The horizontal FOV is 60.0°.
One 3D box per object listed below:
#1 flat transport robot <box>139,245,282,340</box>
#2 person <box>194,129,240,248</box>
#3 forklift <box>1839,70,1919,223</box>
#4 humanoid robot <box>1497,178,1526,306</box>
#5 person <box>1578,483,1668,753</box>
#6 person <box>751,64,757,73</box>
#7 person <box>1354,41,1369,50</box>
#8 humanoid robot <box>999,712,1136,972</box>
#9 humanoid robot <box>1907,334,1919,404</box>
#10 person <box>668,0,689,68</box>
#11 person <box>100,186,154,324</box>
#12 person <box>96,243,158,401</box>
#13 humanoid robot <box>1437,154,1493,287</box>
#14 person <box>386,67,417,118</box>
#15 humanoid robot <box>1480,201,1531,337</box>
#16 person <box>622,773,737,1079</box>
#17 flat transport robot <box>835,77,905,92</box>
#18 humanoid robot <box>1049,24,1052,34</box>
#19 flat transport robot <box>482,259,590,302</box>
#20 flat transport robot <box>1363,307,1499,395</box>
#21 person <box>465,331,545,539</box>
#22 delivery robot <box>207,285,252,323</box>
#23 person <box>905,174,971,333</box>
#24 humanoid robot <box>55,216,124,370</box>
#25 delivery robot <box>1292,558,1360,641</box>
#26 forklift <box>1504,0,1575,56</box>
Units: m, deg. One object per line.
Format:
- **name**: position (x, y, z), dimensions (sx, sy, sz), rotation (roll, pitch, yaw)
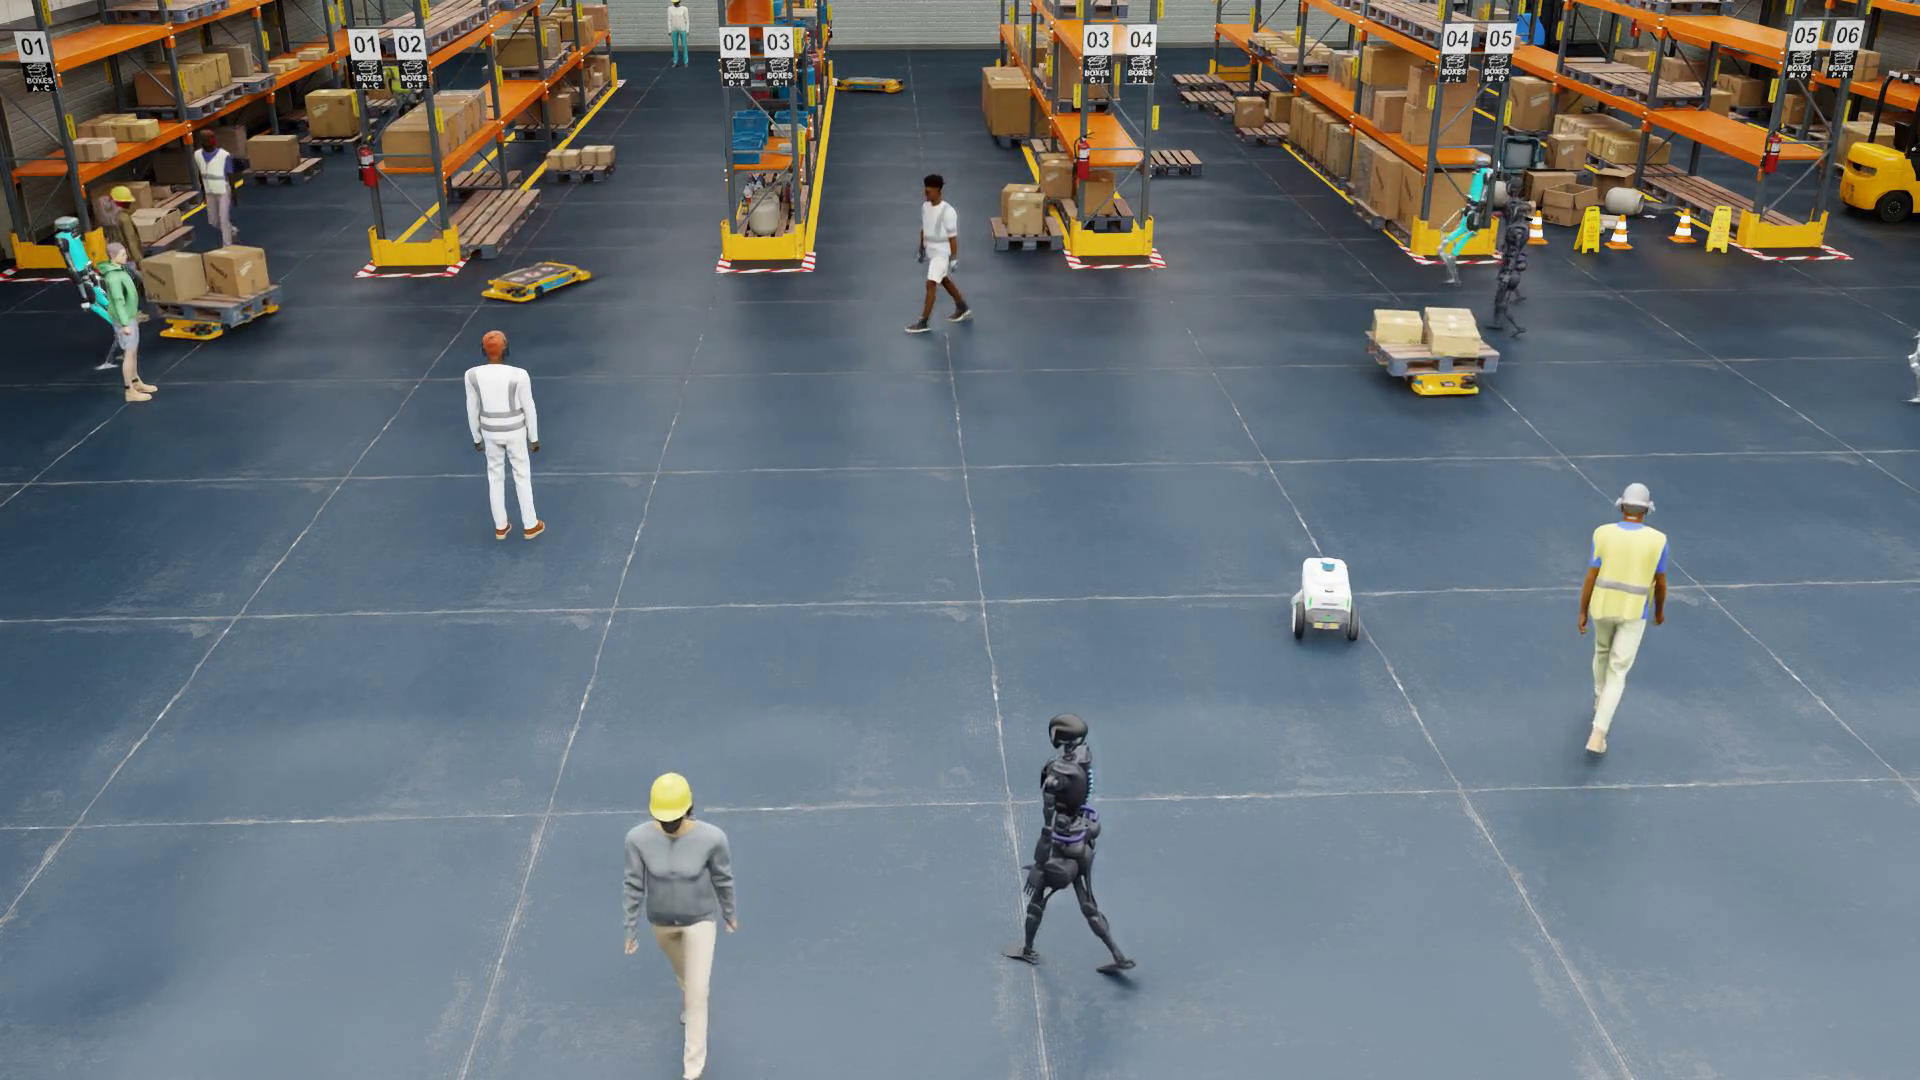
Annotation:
- **flat transport robot**: position (-9.224, -2.785, 20.730), dimensions (0.659, 0.231, 1.431), rotation (6, 25, 13)
- **person**: position (-10.519, -4.929, 23.636), dimensions (0.563, 1.828, 0.612), rotation (6, 25, 13)
- **forklift**: position (15.132, -6.143, 25.915), dimensions (2.313, 2.155, 1.214), rotation (-1, 24, -2)
- **humanoid robot**: position (7.116, -3.809, 21.331), dimensions (0.435, 1.650, 0.589), rotation (6, 25, 13)
- **person**: position (4.512, 0.513, 11.395), dimensions (0.511, 1.845, 1.016), rotation (16, 29, 32)
- **person**: position (-4.708, -12.003, 39.544), dimensions (0.977, 1.807, 0.523), rotation (5, 24, 11)
- **person**: position (10.063, -13.003, 41.846), dimensions (0.662, 1.778, 0.591), rotation (-3, 24, -6)
- **humanoid robot**: position (0.619, 1.665, 9.062), dimensions (0.761, 1.637, 0.586), rotation (12, 26, 24)
- **humanoid robot**: position (10.457, -2.226, 17.662), dimensions (0.778, 1.767, 0.531), rotation (4, 24, 10)
- **person**: position (-6.854, -12.417, 40.545), dimensions (0.524, 1.757, 0.340), rotation (3, 24, 6)
- **person**: position (-10.256, -3.499, 20.528), dimensions (0.597, 1.737, 0.450), rotation (19, 30, 36)
- **person**: position (-9.026, -2.362, 17.986), dimensions (0.316, 1.733, 0.477), rotation (-7, 25, -16)
- **humanoid robot**: position (6.665, -4.228, 22.219), dimensions (0.696, 1.822, 0.530), rotation (0, 24, 0)
- **person**: position (-10.897, -8.817, 32.525), dimensions (0.548, 1.686, 0.370), rotation (-1, 24, -2)
- **humanoid robot**: position (6.693, -3.276, 20.145), dimensions (0.518, 1.647, 0.599), rotation (6, 25, 13)
- **person**: position (-1.413, 1.907, 8.405), dimensions (0.540, 1.709, 0.948), rotation (1, 24, 3)
- **flat transport robot**: position (-2.034, -10.278, 37.567), dimensions (1.431, 0.231, 0.659), rotation (8, 25, 17)
- **humanoid robot**: position (2.578, -12.746, 41.348), dimensions (0.575, 1.761, 0.994), rotation (-17, 29, -33)
- **flat transport robot**: position (-5.668, -3.468, 22.264), dimensions (0.659, 0.231, 1.431), rotation (12, 27, 25)
- **flat transport robot**: position (5.278, -1.949, 18.852), dimensions (0.659, 0.231, 1.431), rotation (-3, 24, -6)
- **person**: position (-3.973, -0.908, 14.526), dimensions (0.583, 1.882, 0.337), rotation (0, 24, 1)
- **delivery robot**: position (-9.275, -3.008, 20.898), dimensions (0.812, 0.609, 0.499), rotation (-2, 24, -4)
- **person**: position (-0.247, -3.557, 20.439), dimensions (0.995, 1.921, 0.618), rotation (-14, 28, -29)
- **humanoid robot**: position (-9.787, -2.836, 19.026), dimensions (0.751, 1.761, 0.538), rotation (-4, 24, -9)
- **delivery robot**: position (2.890, 0.431, 13.133), dimensions (0.499, 0.578, 0.738), rotation (3, 24, 8)
- **forklift**: position (14.700, -13.805, 42.301), dimensions (1.873, 2.768, 1.129), rotation (-1, 24, -2)
